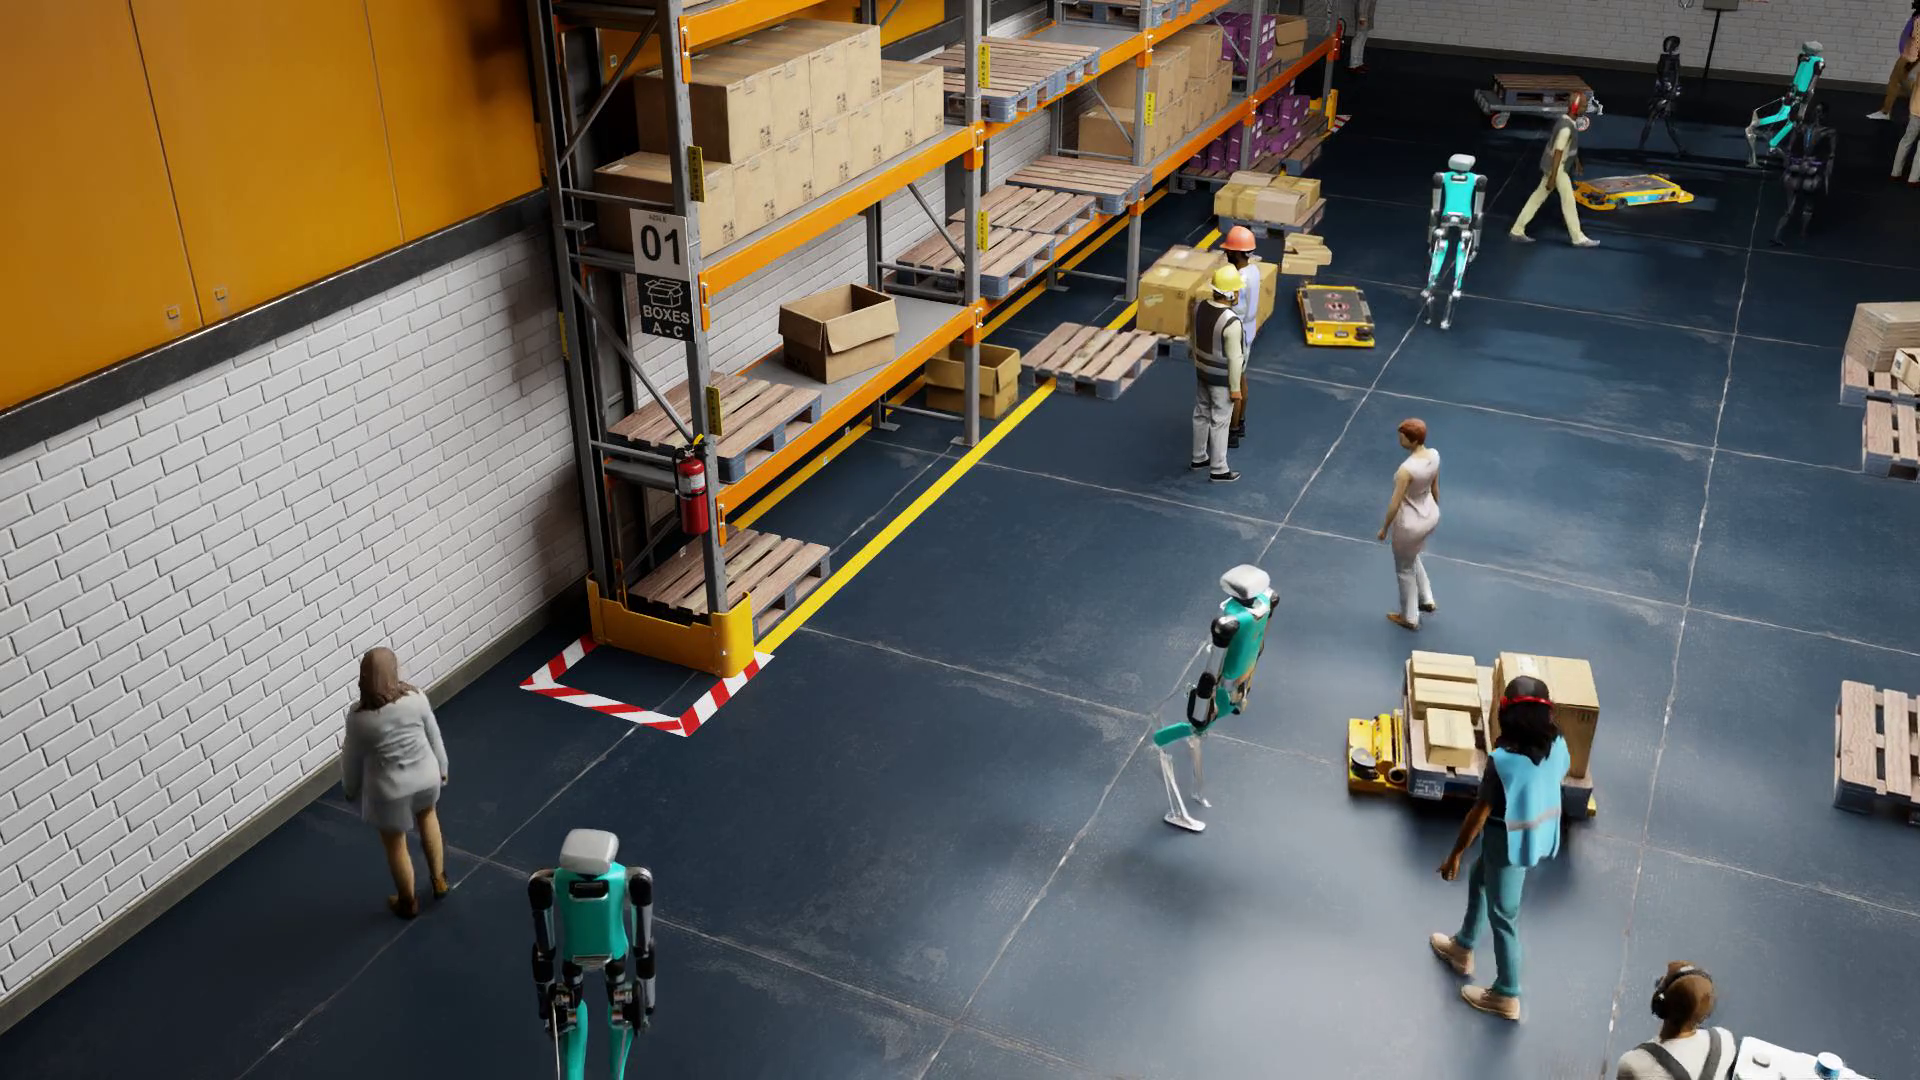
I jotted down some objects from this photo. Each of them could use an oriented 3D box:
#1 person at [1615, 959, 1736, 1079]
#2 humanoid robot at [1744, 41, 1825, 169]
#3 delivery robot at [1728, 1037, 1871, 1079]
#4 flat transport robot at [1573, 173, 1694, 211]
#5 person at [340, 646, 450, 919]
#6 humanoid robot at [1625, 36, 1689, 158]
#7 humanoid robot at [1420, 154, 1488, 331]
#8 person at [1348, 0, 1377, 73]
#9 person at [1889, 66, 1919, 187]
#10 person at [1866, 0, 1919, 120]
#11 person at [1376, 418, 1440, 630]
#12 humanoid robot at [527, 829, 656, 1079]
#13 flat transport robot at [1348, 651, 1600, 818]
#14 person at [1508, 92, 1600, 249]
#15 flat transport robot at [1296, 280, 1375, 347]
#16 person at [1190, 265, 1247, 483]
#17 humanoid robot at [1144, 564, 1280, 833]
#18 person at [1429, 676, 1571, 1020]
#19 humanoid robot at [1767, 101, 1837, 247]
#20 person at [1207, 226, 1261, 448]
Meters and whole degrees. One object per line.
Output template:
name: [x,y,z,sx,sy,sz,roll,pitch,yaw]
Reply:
person: [2.776,2.437,6.595,0.580,1.820,0.786,-12,31,-21]
humanoid robot: [10.605,-5.541,21.468,1.046,1.737,0.550,0,28,0]
delivery robot: [3.882,2.598,7.626,0.788,0.610,0.499,16,32,27]
flat transport robot: [8.359,-4.347,20.789,1.431,0.231,0.659,-8,29,-14]
person: [-2.992,1.301,8.860,0.531,1.653,0.374,-20,34,-33]
humanoid robot: [9.492,-5.919,22.295,0.820,1.639,0.599,-2,28,-4]
humanoid robot: [4.857,-2.881,16.526,0.559,1.789,0.675,12,31,21]
person: [6.549,-8.490,26.845,0.367,1.827,0.507,16,32,27]
person: [12.289,-5.443,21.149,0.390,1.870,0.547,-9,30,-16]
person: [13.741,-7.010,23.992,0.697,1.913,0.548,17,33,29]
person: [3.125,-0.116,11.500,0.514,1.631,0.358,-22,36,-35]
humanoid robot: [-1.571,2.153,7.214,0.558,1.800,0.822,-3,28,-6]
flat transport robot: [3.124,1.357,10.212,1.431,0.231,0.659,6,29,10]
person: [6.860,-4.204,18.929,1.007,1.777,0.556,7,29,12]
flat transport robot: [3.834,-2.319,17.028,0.659,0.231,1.431,3,28,5]
person: [2.123,-1.359,13.602,0.403,1.833,0.586,-14,31,-24]
humanoid robot: [1.375,0.883,9.548,0.752,1.774,0.530,23,36,36]
person: [2.668,1.498,8.297,0.639,1.832,0.757,-19,34,-32]
humanoid robot: [9.676,-4.185,19.064,0.714,1.629,0.584,-24,37,-37]
person: [2.325,-1.724,14.169,0.362,1.935,0.551,12,31,21]
